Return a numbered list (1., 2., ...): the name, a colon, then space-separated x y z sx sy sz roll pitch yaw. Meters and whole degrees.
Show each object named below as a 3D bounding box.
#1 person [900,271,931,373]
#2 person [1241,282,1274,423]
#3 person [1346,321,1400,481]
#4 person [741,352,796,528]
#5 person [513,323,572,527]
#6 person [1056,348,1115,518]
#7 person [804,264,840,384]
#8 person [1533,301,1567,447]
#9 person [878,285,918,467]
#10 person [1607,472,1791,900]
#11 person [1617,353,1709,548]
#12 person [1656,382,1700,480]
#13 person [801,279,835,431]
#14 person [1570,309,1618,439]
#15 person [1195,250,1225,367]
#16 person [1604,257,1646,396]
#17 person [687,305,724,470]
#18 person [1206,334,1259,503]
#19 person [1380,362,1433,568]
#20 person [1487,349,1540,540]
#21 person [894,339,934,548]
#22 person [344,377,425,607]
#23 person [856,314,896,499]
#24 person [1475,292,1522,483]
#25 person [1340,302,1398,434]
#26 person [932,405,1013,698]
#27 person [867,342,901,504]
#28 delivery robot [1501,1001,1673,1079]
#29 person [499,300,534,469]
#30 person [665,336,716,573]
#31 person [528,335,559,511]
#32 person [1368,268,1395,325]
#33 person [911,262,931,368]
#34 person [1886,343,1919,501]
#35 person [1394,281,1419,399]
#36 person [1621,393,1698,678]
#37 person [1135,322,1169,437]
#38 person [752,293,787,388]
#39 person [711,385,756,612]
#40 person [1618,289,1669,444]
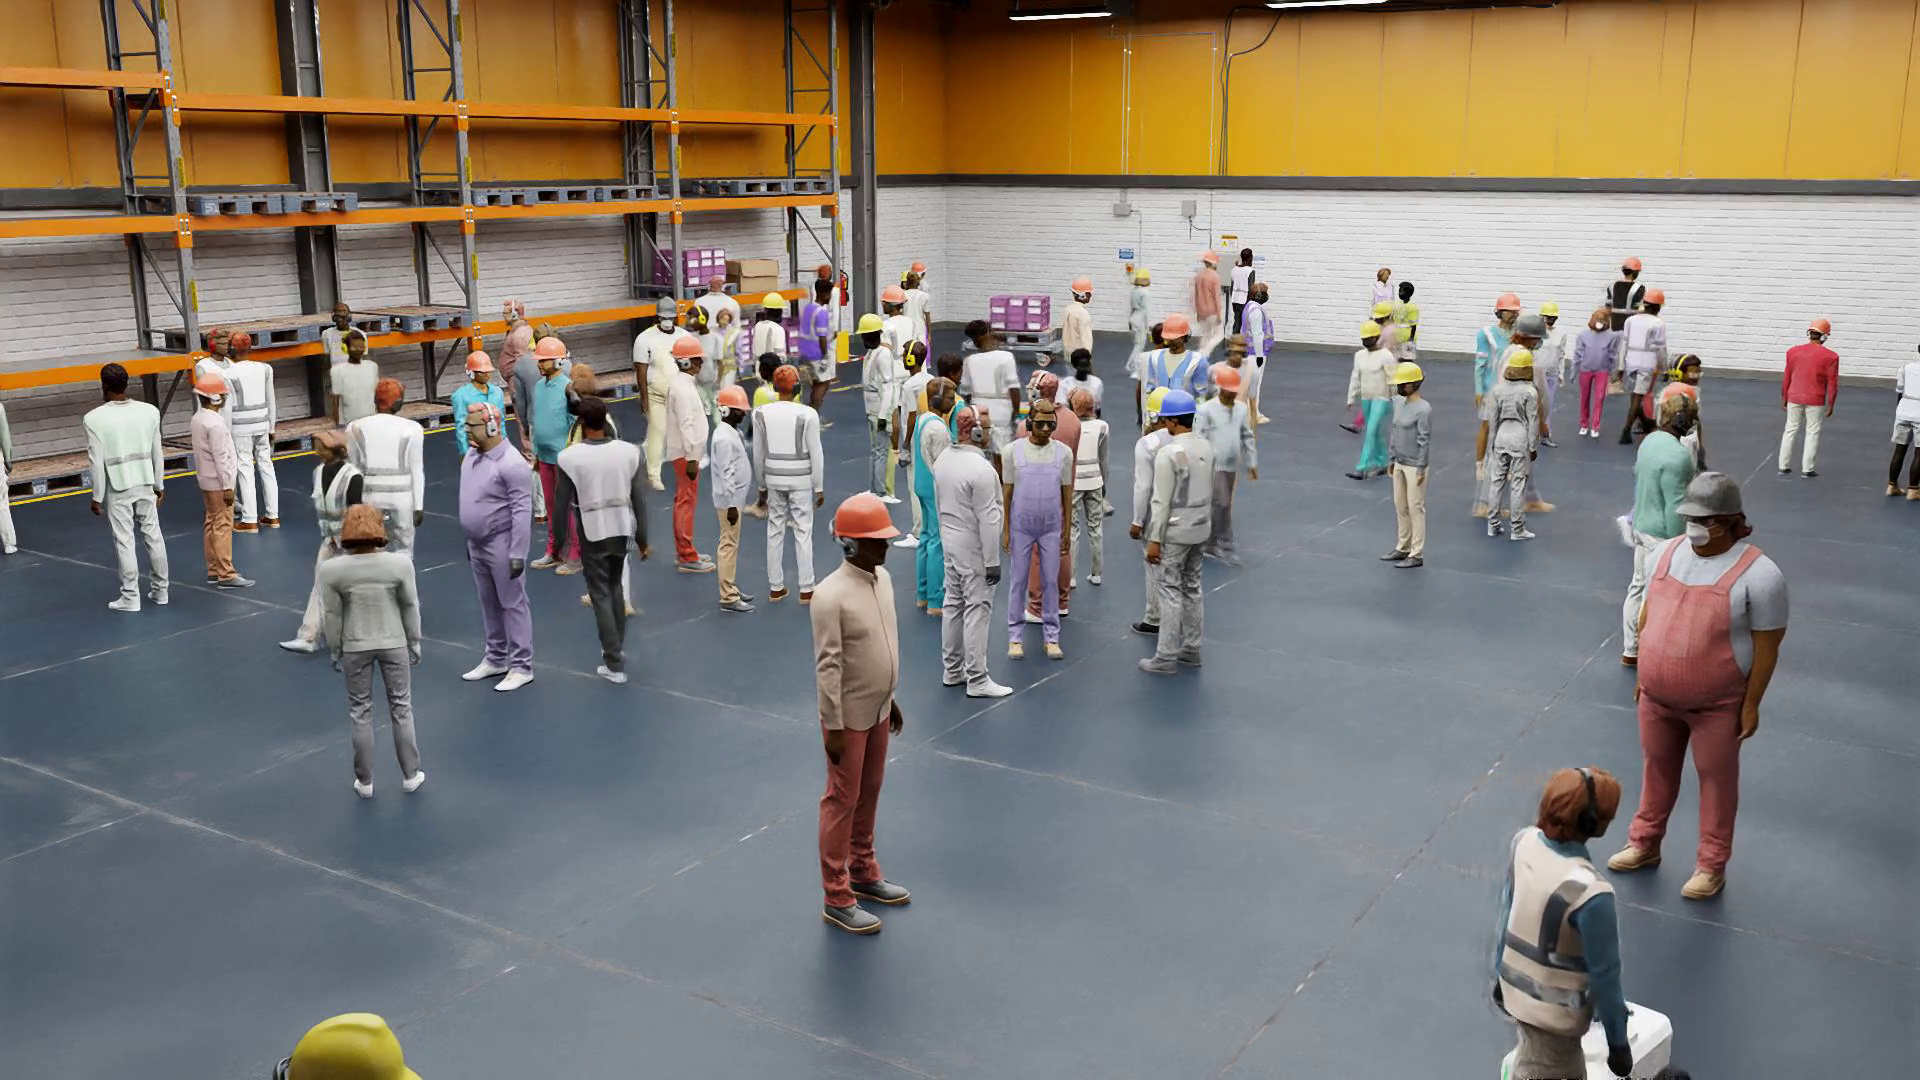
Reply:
1. person: -0.678 -2.984 24.180 0.516 1.842 0.324 0 13 -1
2. person: 3.923 -2.471 21.958 0.429 1.846 0.626 0 13 1
3. person: 4.426 -1.494 17.980 0.929 1.723 0.540 -9 16 -33
4. person: -1.767 -0.943 15.739 0.860 1.649 0.546 6 14 24
5. person: -3.886 -1.081 15.725 0.629 1.937 0.373 4 13 15
6. person: 1.177 -1.023 16.078 0.537 1.648 0.890 -5 14 -20
7. person: -2.120 -3.287 25.462 0.587 1.864 0.780 6 14 23
8. person: 7.038 -1.987 20.030 0.525 1.769 0.308 -2 13 -9
9. person: -0.740 -1.856 18.841 0.361 2.048 0.611 10 16 37
10. person: 3.465 0.678 7.863 0.536 2.000 0.682 -9 15 -33
11. person: 6.139 -0.724 14.413 0.526 1.832 0.855 -10 16 -36
12. person: 5.546 -0.359 12.992 0.325 1.752 0.563 3 13 12
13. person: -1.813 -2.388 21.418 0.448 1.942 0.638 -7 15 -27
14. person: 7.872 -2.055 20.685 0.535 1.591 0.822 5 14 20
15. person: 4.046 -3.695 26.956 0.440 1.978 0.625 -7 15 -29
16. person: 9.829 -3.134 24.449 0.778 2.015 0.610 -7 15 -27
17. person: -2.832 -1.674 18.516 0.467 1.844 0.543 3 13 14
18. person: 2.555 -1.026 15.732 0.515 1.818 0.749 1 13 4
19. person: 3.821 -0.643 14.223 0.345 1.758 0.532 -4 13 -15
20. person: 5.091 -0.879 15.268 0.296 1.745 0.485 -10 17 -38
21. person: -0.402 -0.861 14.916 0.328 1.872 0.509 5 14 21
22. person: -4.307 -0.272 12.424 0.608 1.855 0.852 -1 13 -6
23. person: -0.844 -1.324 16.819 0.391 1.918 0.589 -4 13 -15
24. person: 5.819 -1.629 17.856 0.607 2.048 0.370 -2 13 -10
25. person: 5.284 -2.145 20.860 0.925 1.691 0.580 -2 13 -7
26. person: 0.090 0.071 10.794 0.407 1.908 0.642 -8 15 -30
27. person: -0.785 -1.187 16.848 0.281 1.633 0.500 -4 14 -17
28. delivery robot: 2.209 1.844 5.859 0.707 0.478 0.477 -12 18 -43
29. person: -4.938 -1.731 18.612 0.409 1.907 0.640 -2 13 -9
30. person: -2.288 -0.728 14.059 0.379 1.996 0.608 -3 13 -12
31. person: -4.071 -1.189 16.424 0.588 1.831 0.404 12 18 43
32. person: 7.061 -3.740 27.898 0.515 1.645 0.309 -5 14 -22
33. person: -0.666 -3.727 27.606 0.339 1.748 0.564 -3 13 -14
34. person: 9.762 -1.236 16.943 0.319 1.688 0.538 -6 14 -23
35. person: 6.456 -2.903 24.150 0.318 1.695 0.540 -2 13 -9
36. person: 4.698 -0.023 11.145 0.373 1.934 0.627 1 13 3
37. person: 1.977 -1.247 16.633 0.516 1.857 0.345 11 17 41
38. person: -2.171 -1.894 19.267 0.388 1.927 0.589 -10 16 -36
39. person: -1.749 -0.326 12.860 0.330 1.747 0.562 -1 13 -6
40. person: 8.463 -2.133 20.405 0.909 1.888 0.558 -7 15 -26
